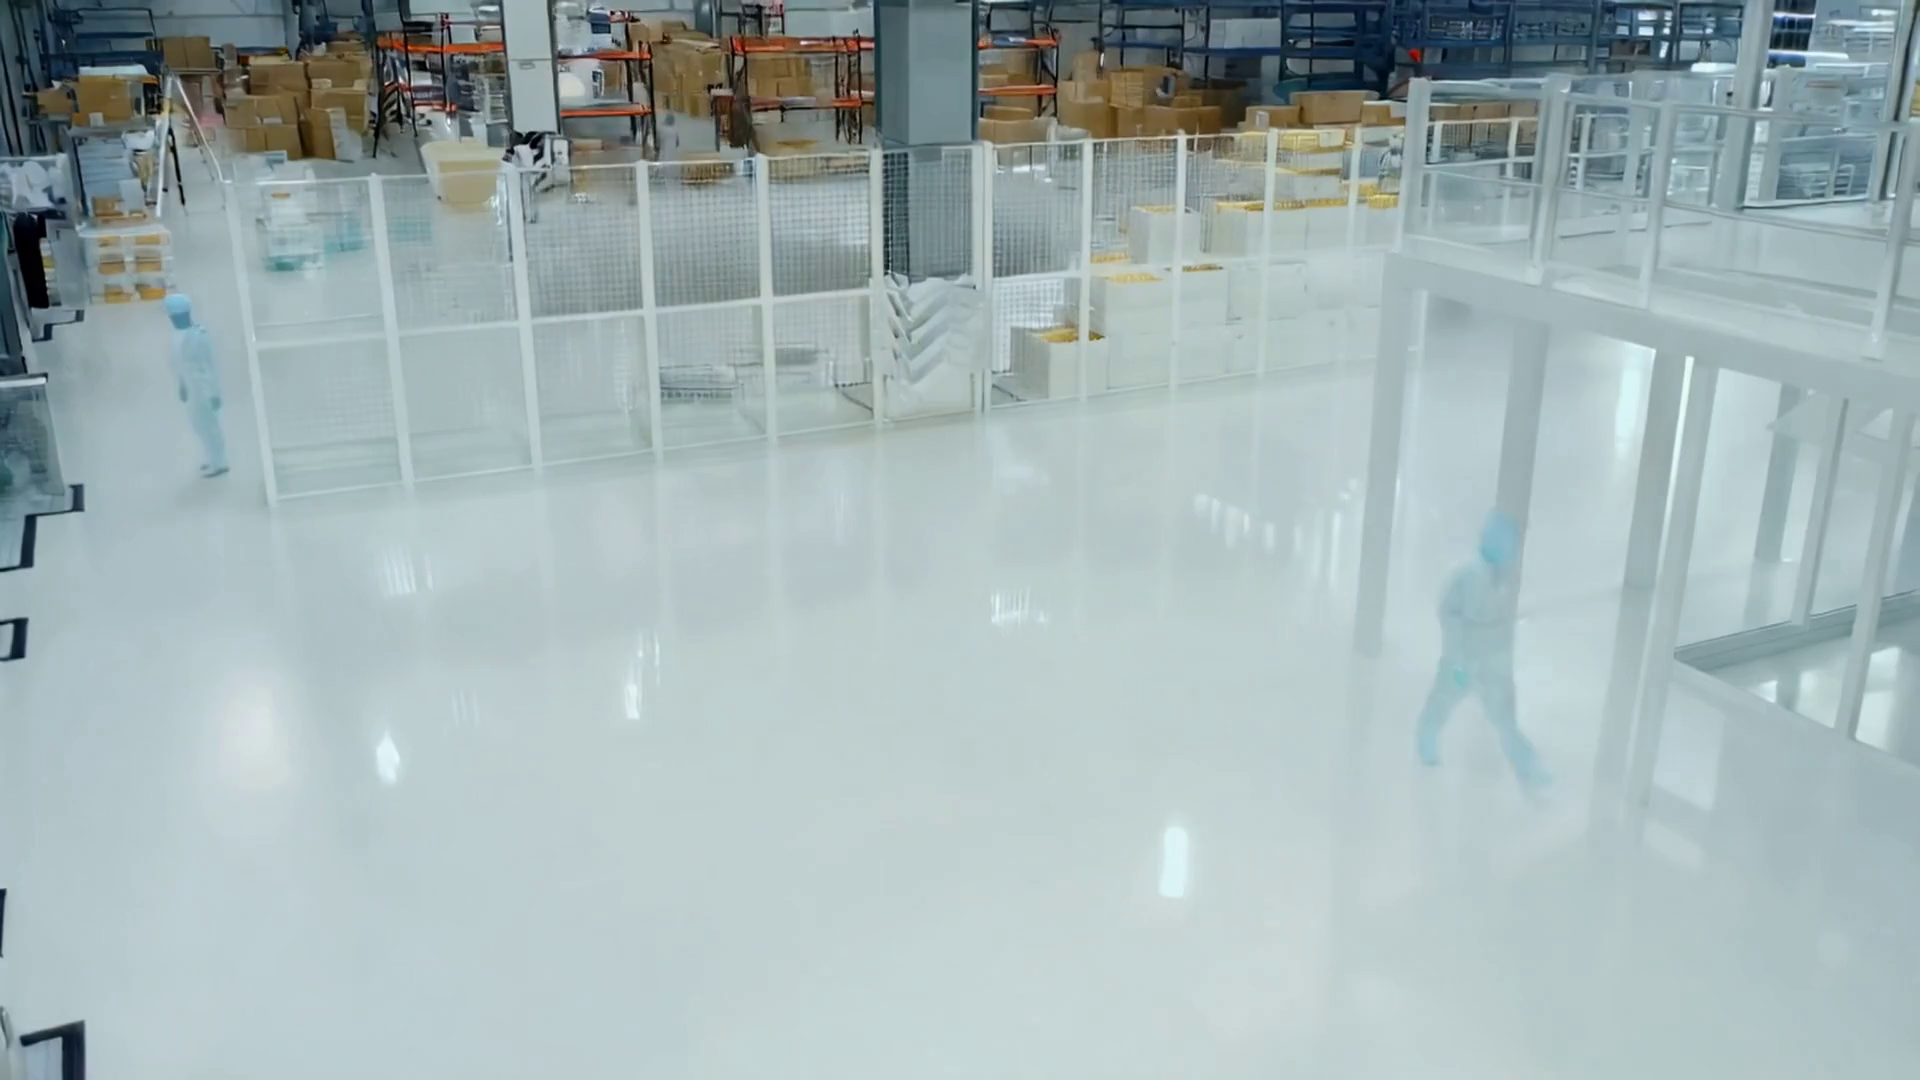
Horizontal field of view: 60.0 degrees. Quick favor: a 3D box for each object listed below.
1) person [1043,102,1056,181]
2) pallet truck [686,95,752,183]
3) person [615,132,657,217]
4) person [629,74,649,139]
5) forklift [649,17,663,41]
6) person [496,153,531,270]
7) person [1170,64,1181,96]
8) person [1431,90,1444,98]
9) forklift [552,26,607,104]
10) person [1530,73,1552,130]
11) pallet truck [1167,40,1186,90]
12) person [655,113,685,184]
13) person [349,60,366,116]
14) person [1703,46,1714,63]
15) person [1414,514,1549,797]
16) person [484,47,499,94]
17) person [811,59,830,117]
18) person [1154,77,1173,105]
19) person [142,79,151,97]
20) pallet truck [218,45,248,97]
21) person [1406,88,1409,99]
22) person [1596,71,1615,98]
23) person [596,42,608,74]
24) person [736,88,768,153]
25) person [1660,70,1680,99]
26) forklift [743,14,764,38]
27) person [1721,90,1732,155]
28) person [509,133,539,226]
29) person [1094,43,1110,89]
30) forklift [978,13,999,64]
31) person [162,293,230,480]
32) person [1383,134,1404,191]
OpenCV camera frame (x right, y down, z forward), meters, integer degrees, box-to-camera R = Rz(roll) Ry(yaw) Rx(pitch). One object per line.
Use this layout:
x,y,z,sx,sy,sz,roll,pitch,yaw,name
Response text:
2.154,-9.592,40.020,0.331,1.862,0.506,1,19,3,person
-5.836,-9.608,39.856,0.823,1.965,1.885,10,22,27,pallet truck
-6.746,-7.529,34.276,0.915,1.689,0.499,-6,20,-17,person
-9.509,-12.864,49.461,0.601,1.898,0.696,-14,23,-35,person
-13.340,-21.587,73.246,1.873,2.768,1.129,2,19,7,forklift
-7.573,-5.584,28.264,0.605,1.948,0.390,-16,25,-39,person
7.167,-14.990,55.674,0.519,1.852,0.549,16,24,38,person
12.627,-11.205,44.419,0.693,2.000,1.023,0,19,-1,person
-14.388,-17.837,62.377,1.873,2.768,1.129,-9,21,-25,forklift
17.722,-13.194,50.382,0.609,1.924,0.993,-12,22,-31,person
9.045,-19.971,69.895,0.823,1.965,1.885,-3,19,-8,pallet truck
-6.951,-9.308,39.495,0.762,1.662,0.556,14,24,36,person
-20.638,-15.300,56.493,0.564,1.897,0.885,13,23,33,person
32.604,-20.671,72.431,0.652,1.654,0.573,8,21,22,person
3.234,0.718,10.232,0.646,1.792,0.960,-9,21,-24,person
-18.477,-18.477,65.655,0.551,1.934,0.373,-12,22,-31,person
-4.770,-15.506,57.040,0.635,1.937,0.354,-4,19,-12,person
5.969,-12.602,48.729,0.603,1.878,0.976,-10,21,-26,person
-25.051,-13.435,51.505,0.515,1.634,0.314,9,21,25,person
-28.879,-18.665,66.111,0.823,1.965,1.885,-3,19,-9,pallet truck
11.669,-10.800,43.400,0.551,1.937,0.357,-3,19,-8,person
20.824,-14.260,53.724,0.547,1.731,0.455,15,24,36,person
-15.583,-20.880,72.651,0.643,1.923,0.705,11,22,29,person
-5.717,-11.365,45.241,0.944,1.789,0.625,1,19,3,person
23.741,-14.884,55.669,0.878,1.639,0.548,-14,23,-35,person
-9.678,-23.321,78.274,1.129,2.768,1.873,-9,21,-25,forklift
19.356,-10.349,42.008,0.382,1.995,0.612,11,22,30,person
-8.625,-7.101,32.845,0.430,1.837,0.632,14,23,35,person
5.925,-19.929,69.960,1.007,1.876,0.599,11,22,28,person
0.980,-23.657,79.247,1.129,2.768,1.873,-12,22,-31,forklift
-7.630,-1.535,16.612,0.604,1.900,0.459,15,24,37,person
8.270,-6.727,31.620,0.544,1.926,0.378,-9,21,-23,person
